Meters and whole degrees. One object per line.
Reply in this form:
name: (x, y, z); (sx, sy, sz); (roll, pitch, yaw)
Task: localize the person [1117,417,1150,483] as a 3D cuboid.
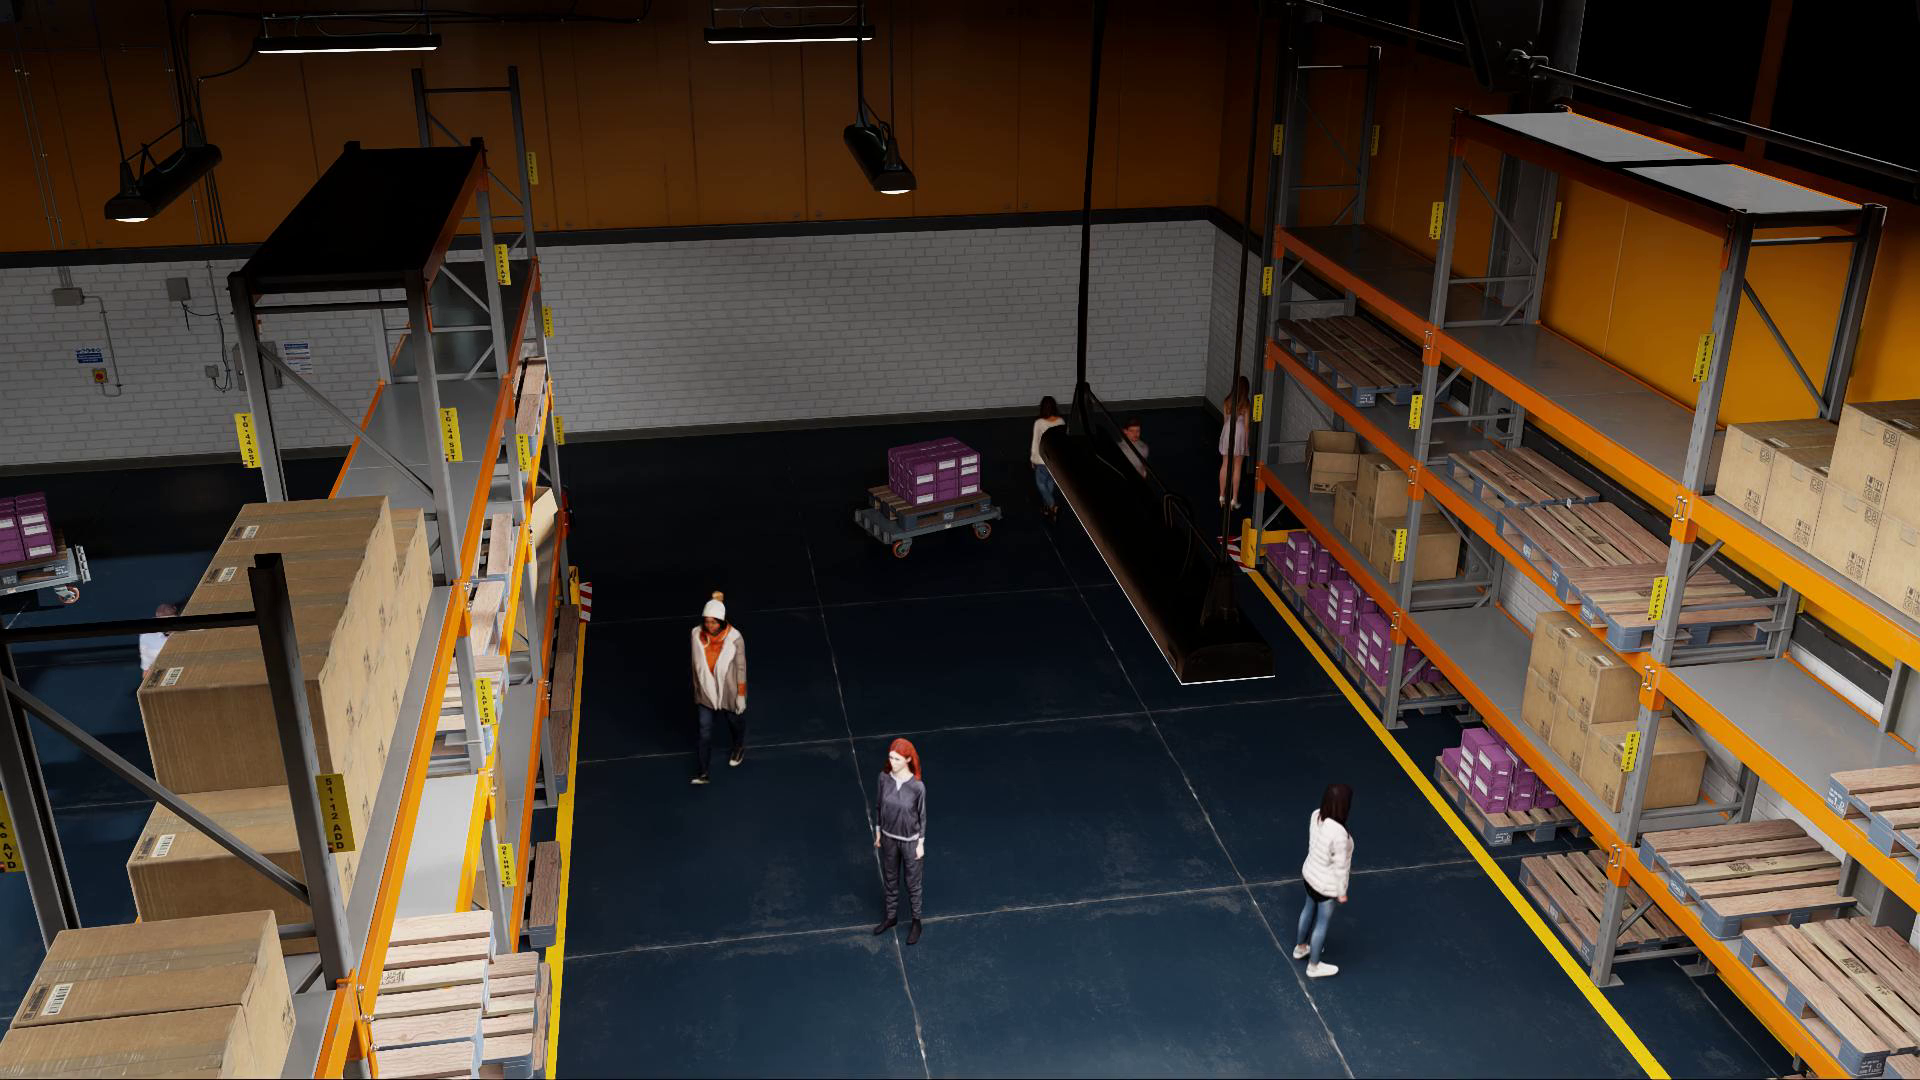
person: (1.947, -0.582, 19.698); (0.646, 1.861, 1.182); (-3, 24, -6)

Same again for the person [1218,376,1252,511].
person: (3.517, -1.252, 21.348); (0.681, 1.766, 0.740); (15, 28, 31)

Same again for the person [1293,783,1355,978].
person: (2.785, 2.584, 12.740); (0.689, 1.632, 0.516); (-7, 25, -16)

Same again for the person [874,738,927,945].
person: (-0.460, 2.348, 13.097); (0.651, 1.780, 0.679); (11, 26, 23)

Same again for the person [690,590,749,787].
person: (-2.176, 1.302, 15.396); (0.901, 1.854, 1.186); (3, 24, 6)

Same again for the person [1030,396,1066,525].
person: (1.128, -0.966, 20.828); (0.721, 1.659, 0.980); (-8, 25, -17)

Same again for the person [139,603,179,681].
person: (-7.274, 1.336, 15.416); (0.844, 1.777, 0.985); (-8, 25, -18)
